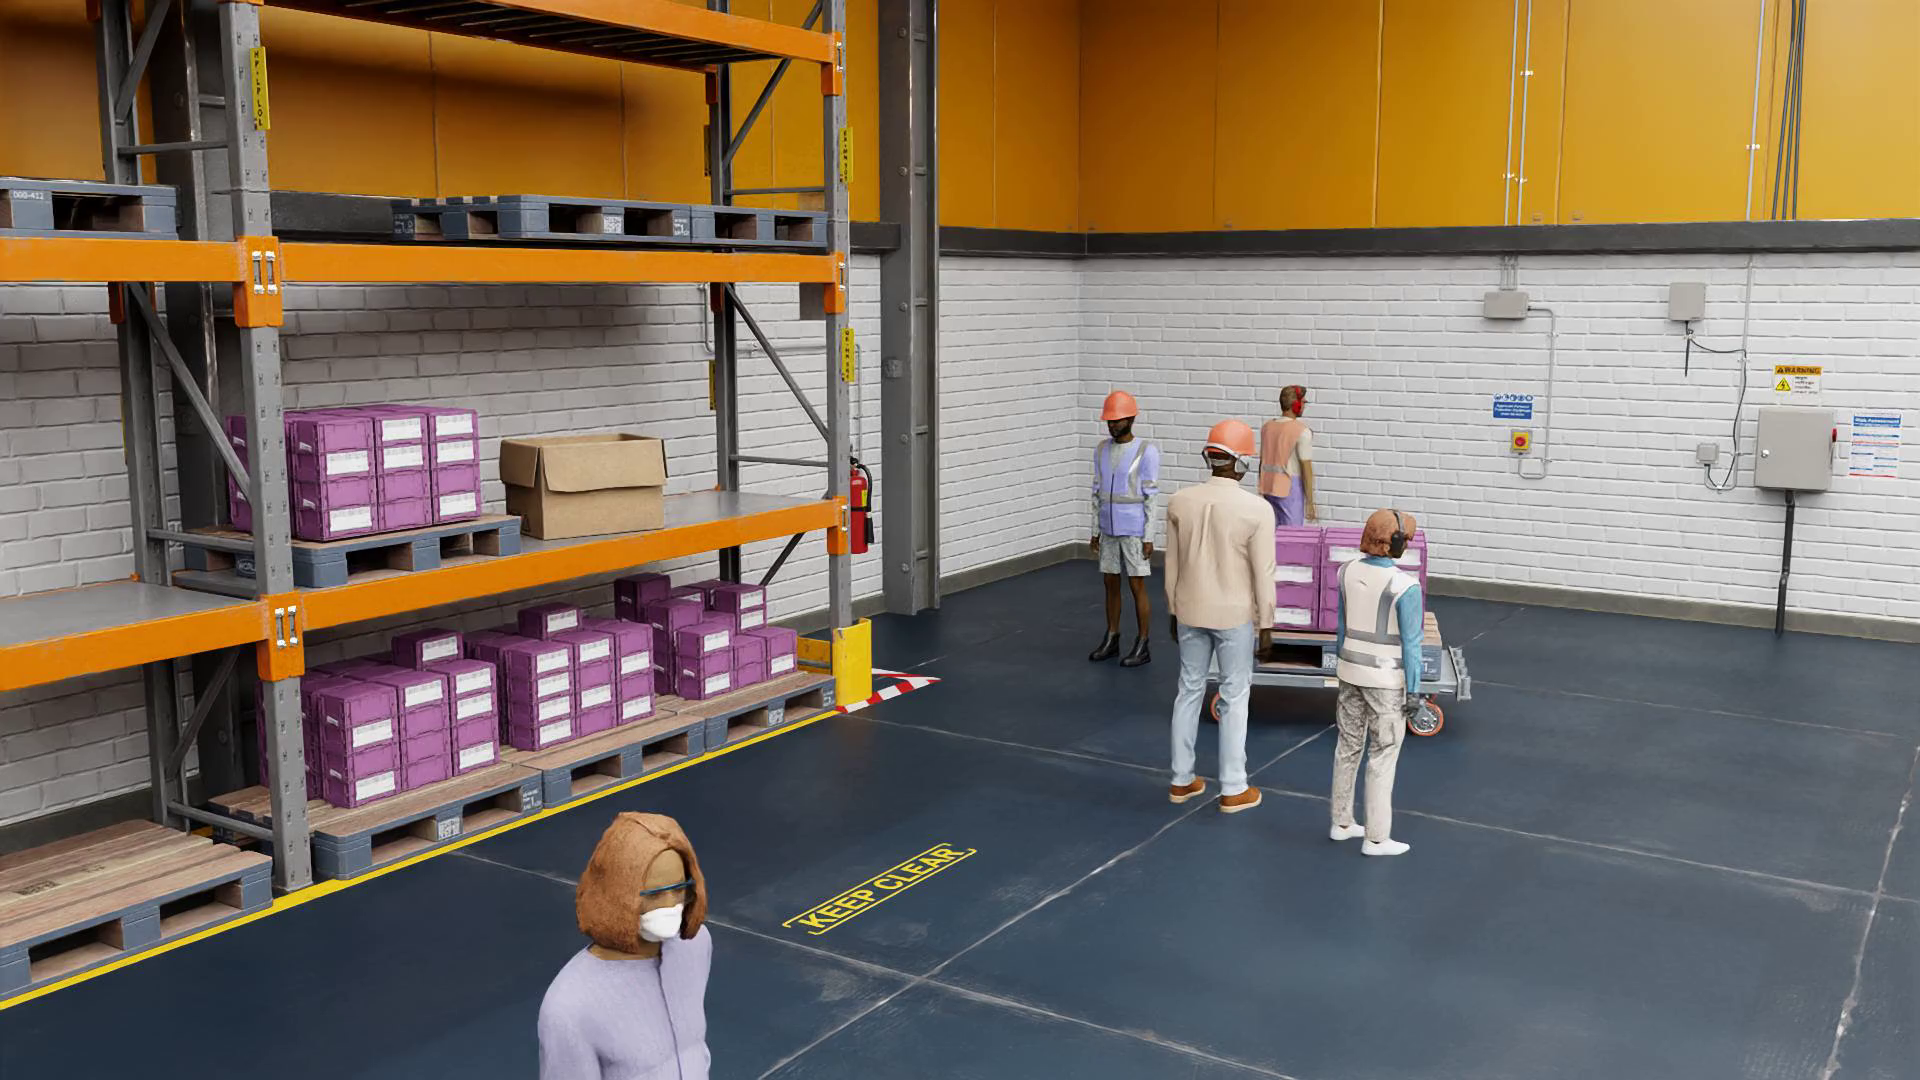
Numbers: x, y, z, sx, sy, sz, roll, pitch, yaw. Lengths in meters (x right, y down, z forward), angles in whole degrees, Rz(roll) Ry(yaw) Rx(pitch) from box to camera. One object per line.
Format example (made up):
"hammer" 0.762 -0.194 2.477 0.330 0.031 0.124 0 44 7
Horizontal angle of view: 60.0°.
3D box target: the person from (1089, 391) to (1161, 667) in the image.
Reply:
"person" 1.126 -0.078 11.594 0.549 1.928 0.392 8 12 43

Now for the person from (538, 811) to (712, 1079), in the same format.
"person" -0.638 1.335 3.356 0.279 1.631 0.504 4 10 26

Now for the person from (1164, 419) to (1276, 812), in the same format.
"person" 1.324 0.379 8.438 0.619 1.987 0.411 6 11 35

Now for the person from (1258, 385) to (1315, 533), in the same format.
"person" 2.653 -0.345 13.595 0.387 1.845 0.570 -5 10 -27

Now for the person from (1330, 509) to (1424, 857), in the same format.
"person" 1.935 0.663 7.742 0.318 1.631 0.524 -5 10 -30
